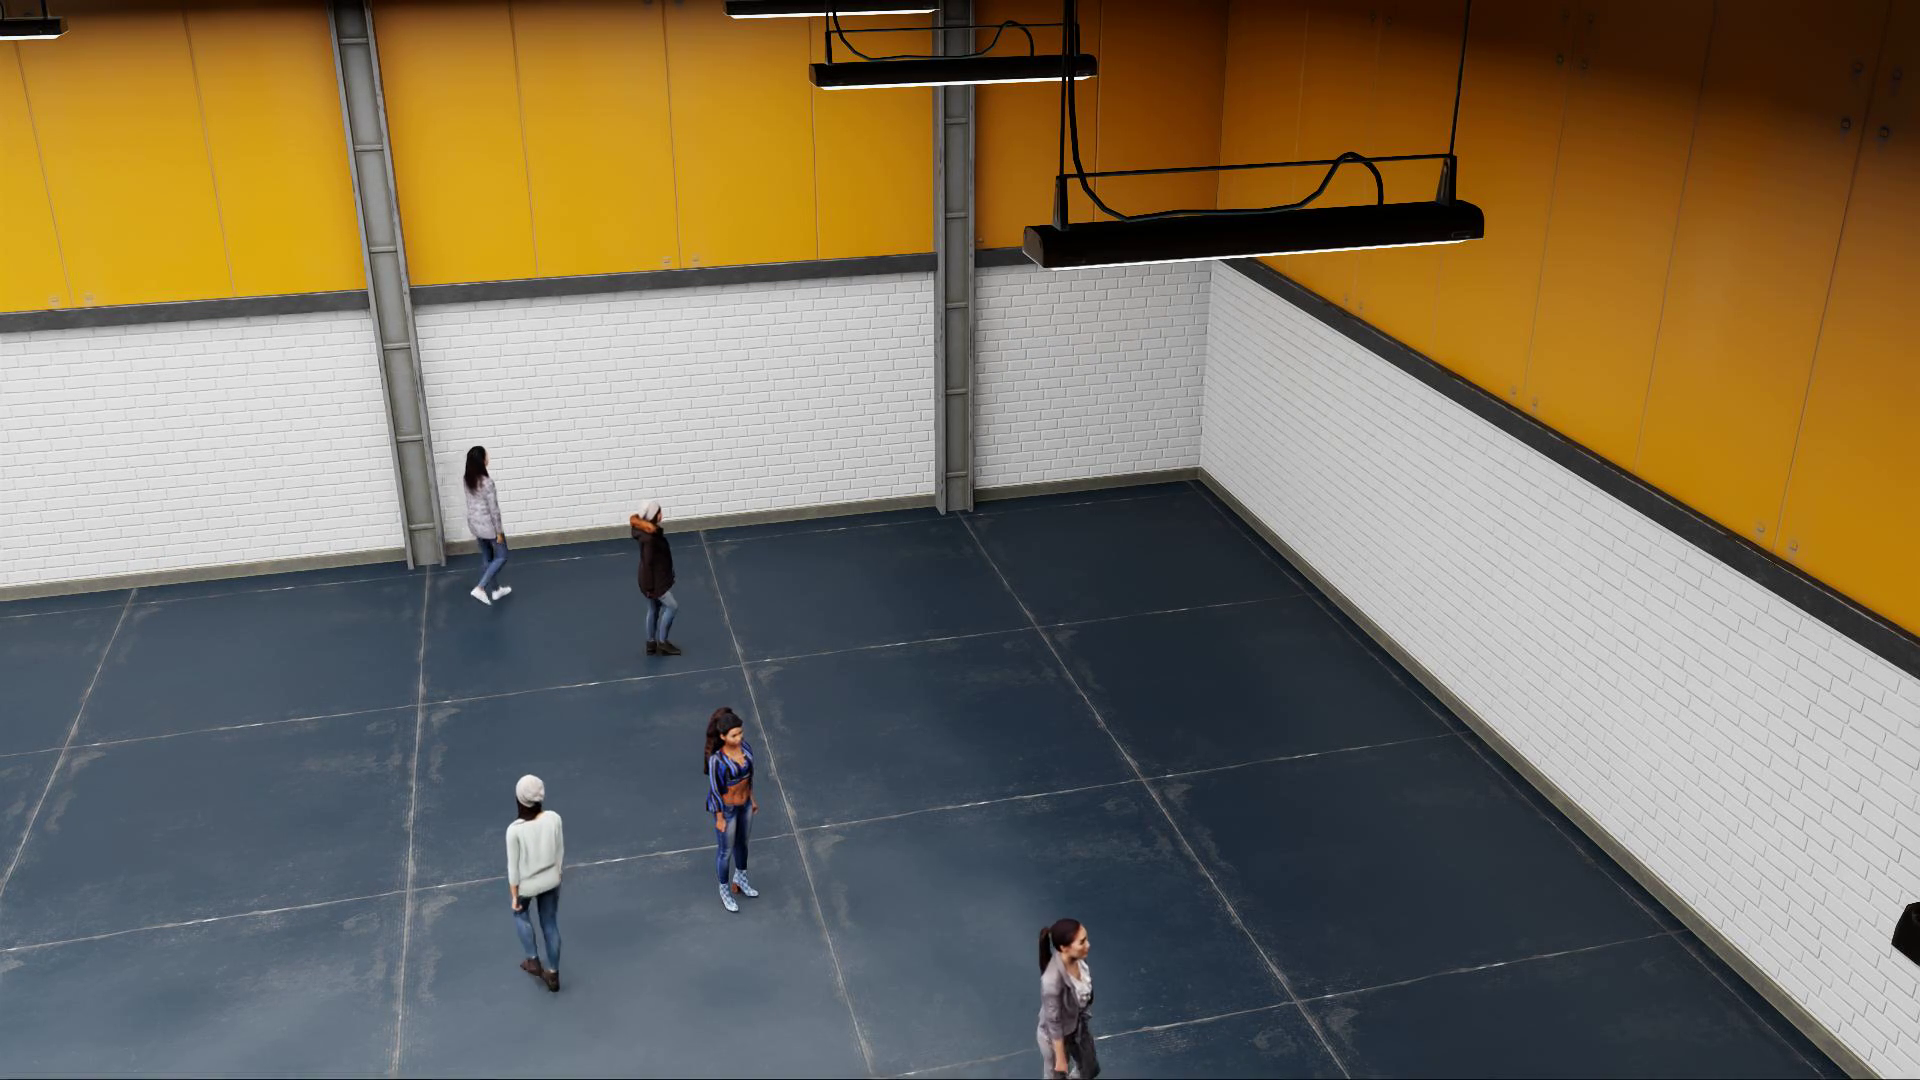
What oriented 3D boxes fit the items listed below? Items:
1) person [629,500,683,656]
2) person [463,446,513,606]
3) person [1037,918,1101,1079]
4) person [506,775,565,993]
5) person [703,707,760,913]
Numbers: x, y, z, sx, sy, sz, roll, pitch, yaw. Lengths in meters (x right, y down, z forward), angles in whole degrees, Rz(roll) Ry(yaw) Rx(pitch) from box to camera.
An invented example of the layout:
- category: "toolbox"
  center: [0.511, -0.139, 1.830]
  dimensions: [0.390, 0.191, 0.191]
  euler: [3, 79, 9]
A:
- category: "person"
  center: [-2.997, 0.372, 15.985]
  dimensions: [0.597, 1.624, 0.598]
  euler: [-6, 24, -13]
- category: "person"
  center: [-4.895, -0.116, 16.983]
  dimensions: [0.929, 1.720, 0.994]
  euler: [14, 27, 29]
- category: "person"
  center: [0.550, 2.953, 10.029]
  dimensions: [0.789, 1.665, 0.741]
  euler: [11, 26, 24]
- category: "person"
  center: [-2.853, 2.379, 11.380]
  dimensions: [0.707, 1.634, 0.772]
  euler: [-18, 29, -35]
- category: "person"
  center: [-1.681, 1.985, 12.308]
  dimensions: [0.754, 1.614, 0.676]
  euler: [16, 28, 33]
